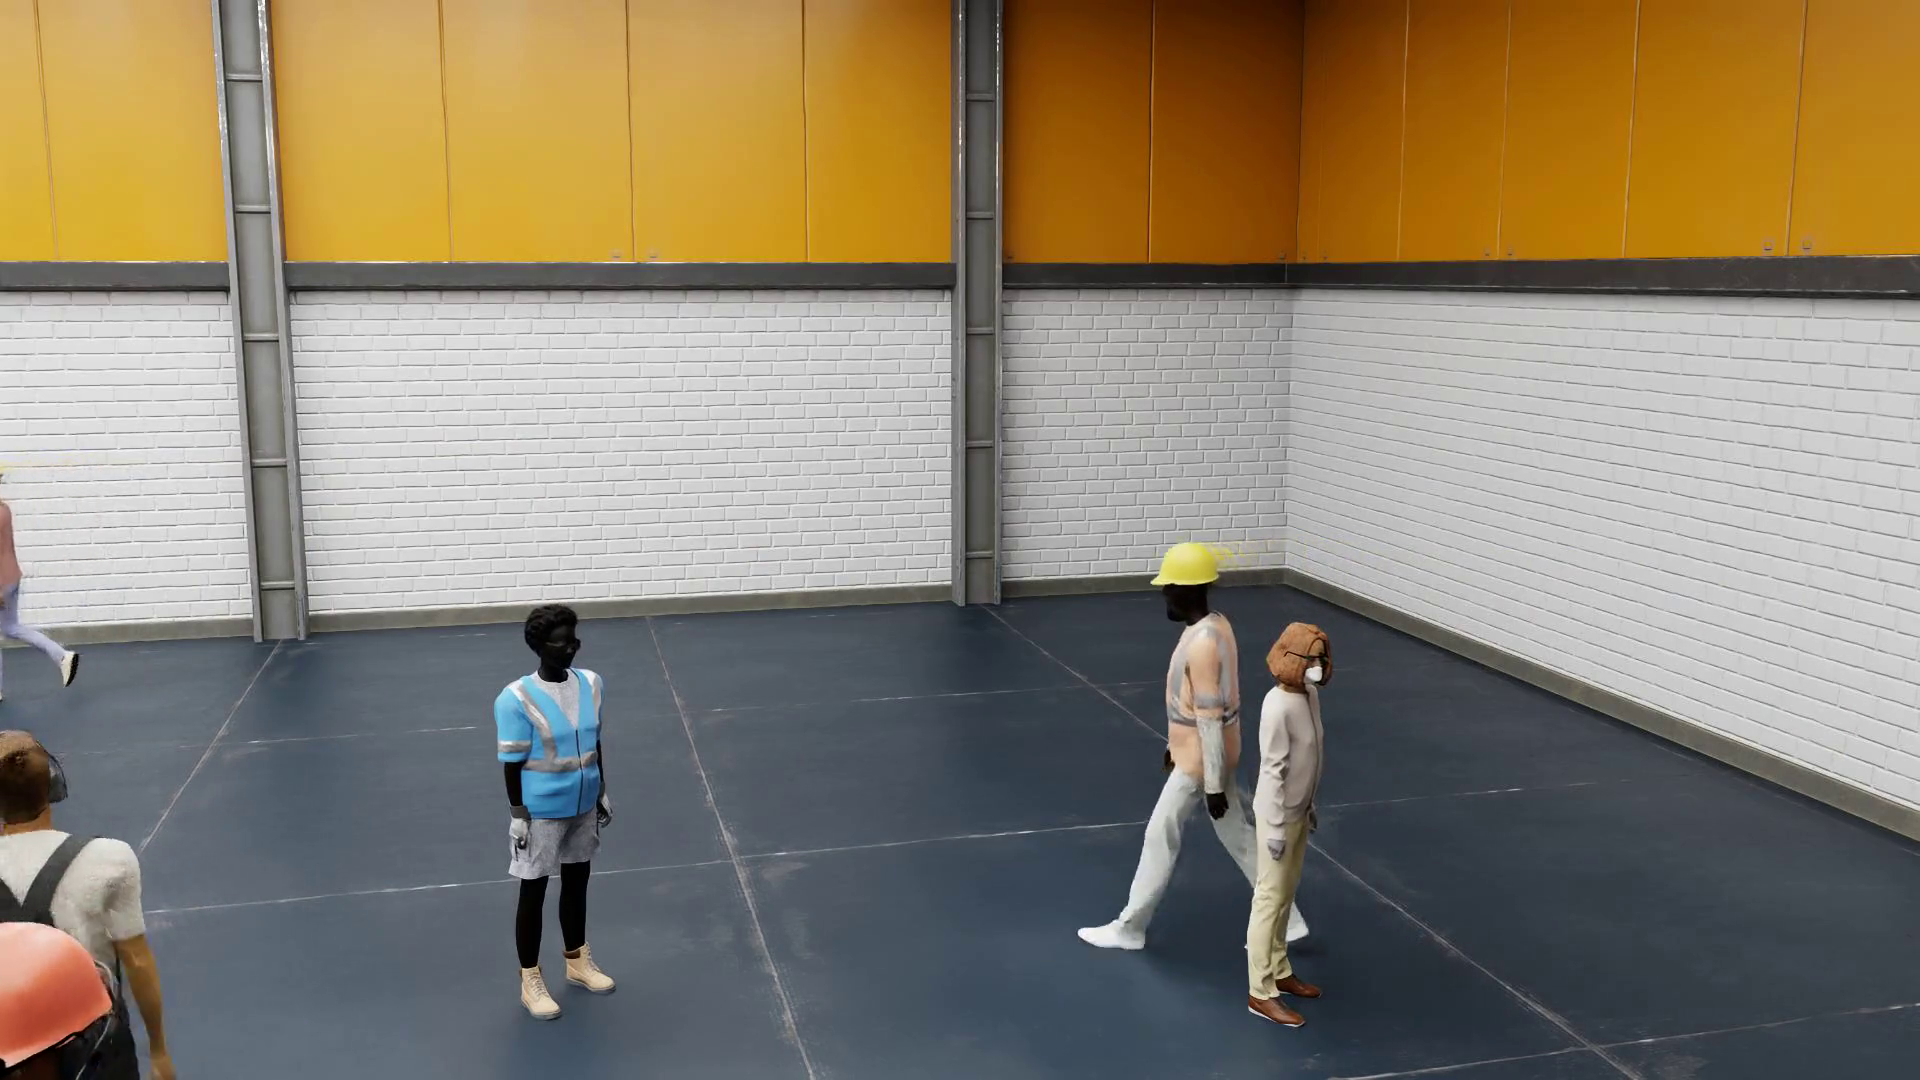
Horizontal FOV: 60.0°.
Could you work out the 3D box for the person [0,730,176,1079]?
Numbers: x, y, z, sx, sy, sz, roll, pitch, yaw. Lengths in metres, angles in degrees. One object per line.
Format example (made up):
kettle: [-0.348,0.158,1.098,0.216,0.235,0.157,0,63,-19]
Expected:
person: [-2.446,1.414,4.539,0.562,1.821,0.581,-2,9,-12]

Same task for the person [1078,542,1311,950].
person: [1.094,0.937,7.352,1.017,1.881,0.602,2,9,15]

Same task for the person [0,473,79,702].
person: [-6.715,0.288,11.745,0.682,1.745,0.531,-3,10,-17]

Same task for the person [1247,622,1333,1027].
person: [1.354,1.137,6.814,0.285,1.631,0.501,5,10,28]

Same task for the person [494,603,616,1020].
person: [-1.661,1.096,6.868,0.318,1.699,0.535,7,11,35]

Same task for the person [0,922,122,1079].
person: [-1.509,1.585,2.888,0.617,2.009,0.942,1,9,9]
